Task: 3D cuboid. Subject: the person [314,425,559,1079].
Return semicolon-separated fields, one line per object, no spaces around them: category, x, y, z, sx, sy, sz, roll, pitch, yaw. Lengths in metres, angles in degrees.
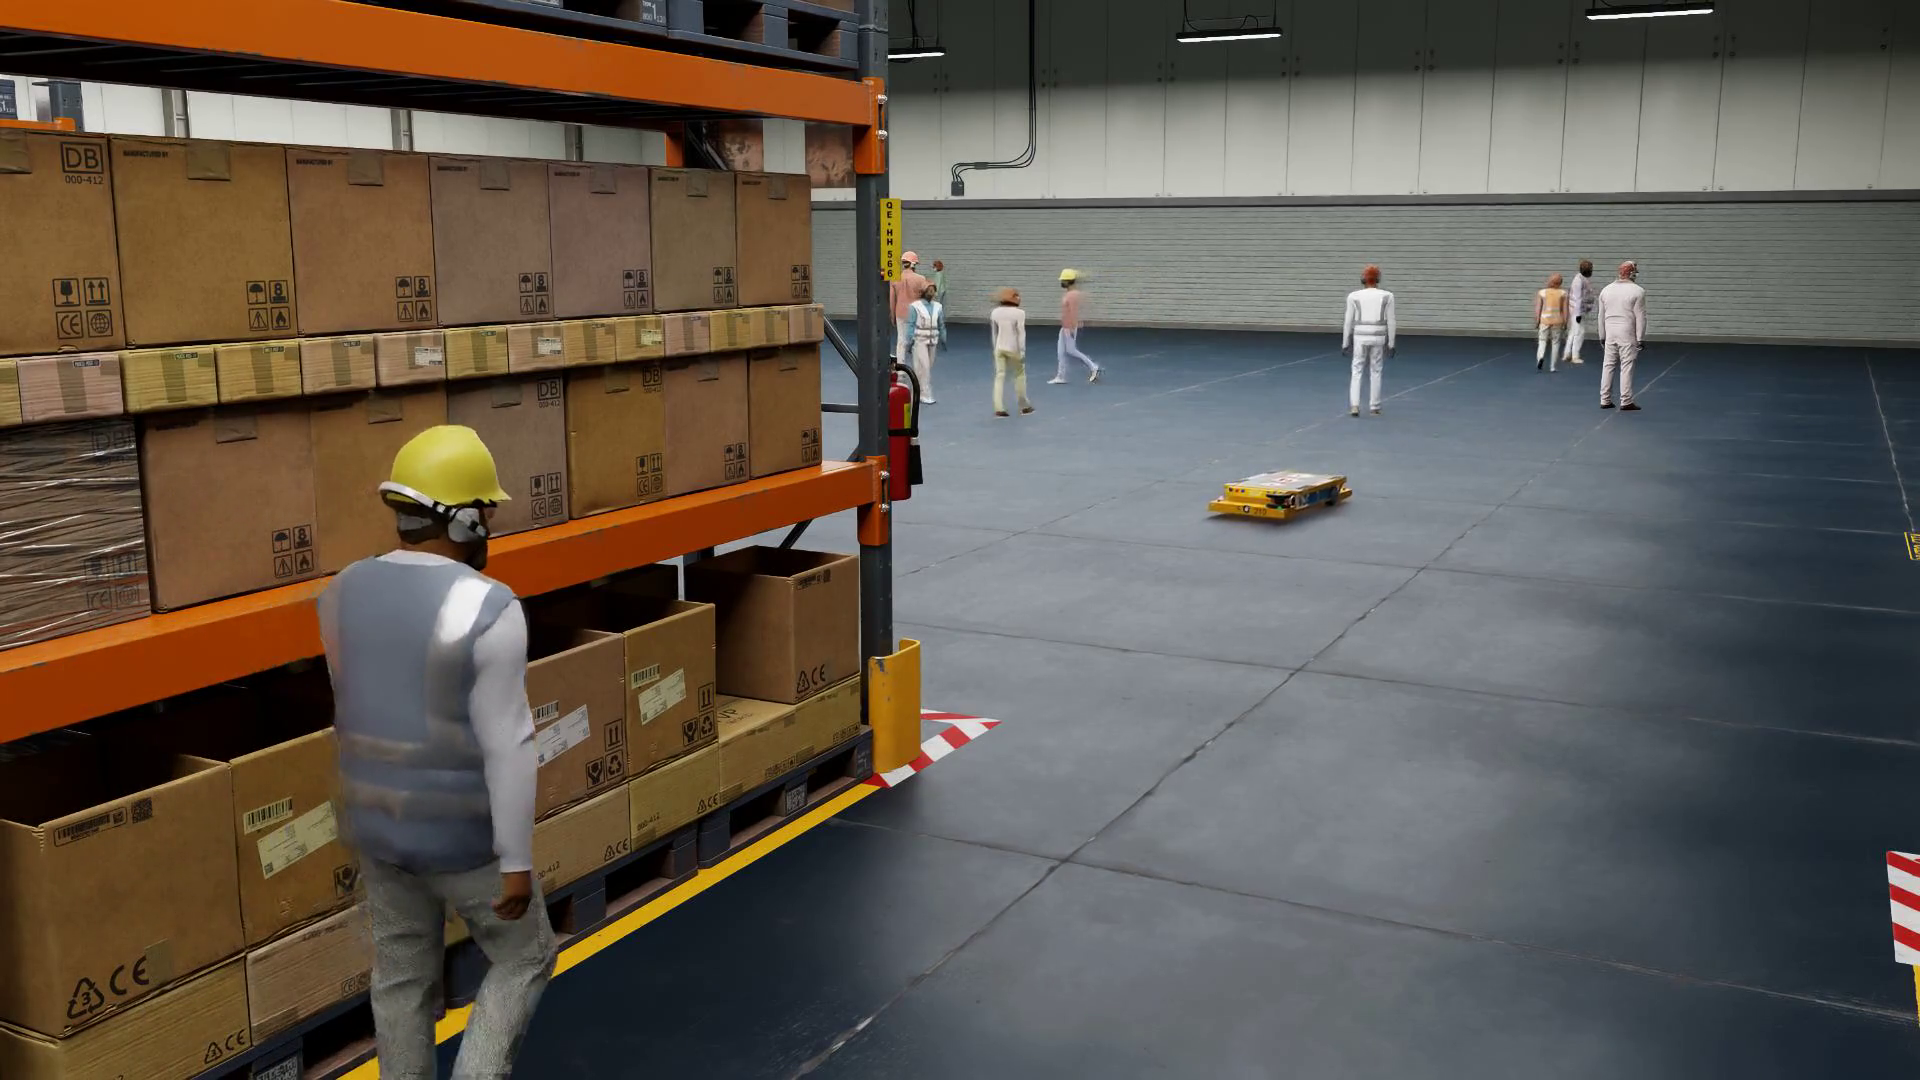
person;-1.196;0.644;3.851;0.611;1.815;0.427;5;11;23

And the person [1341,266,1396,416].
person;5.082;-2.448;20.660;0.665;1.870;0.574;2;11;9

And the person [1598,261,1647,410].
person;8.554;-2.627;21.435;0.405;1.906;0.653;-7;12;-33

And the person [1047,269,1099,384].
person;1.714;-3.217;25.101;0.713;1.746;0.528;-2;11;-10

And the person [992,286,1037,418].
person;0.671;-2.328;20.598;0.523;1.600;0.752;7;13;35

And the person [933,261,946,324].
person;-0.510;-6.200;41.740;0.310;1.611;0.637;1;10;3

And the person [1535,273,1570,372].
person;9.688;-3.549;27.239;0.527;1.630;0.461;5;12;26

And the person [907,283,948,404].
person;-0.389;-2.601;22.087;0.540;1.604;0.758;-8;13;-36

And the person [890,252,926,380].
person;-0.779;-3.466;25.795;0.608;1.986;0.391;3;11;18

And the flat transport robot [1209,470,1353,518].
flat transport robot;2.665;-0.392;13.713;0.652;0.197;1.431;7;12;34

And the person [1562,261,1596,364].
person;10.866;-4.002;29.247;0.577;1.804;0.693;7;13;34
